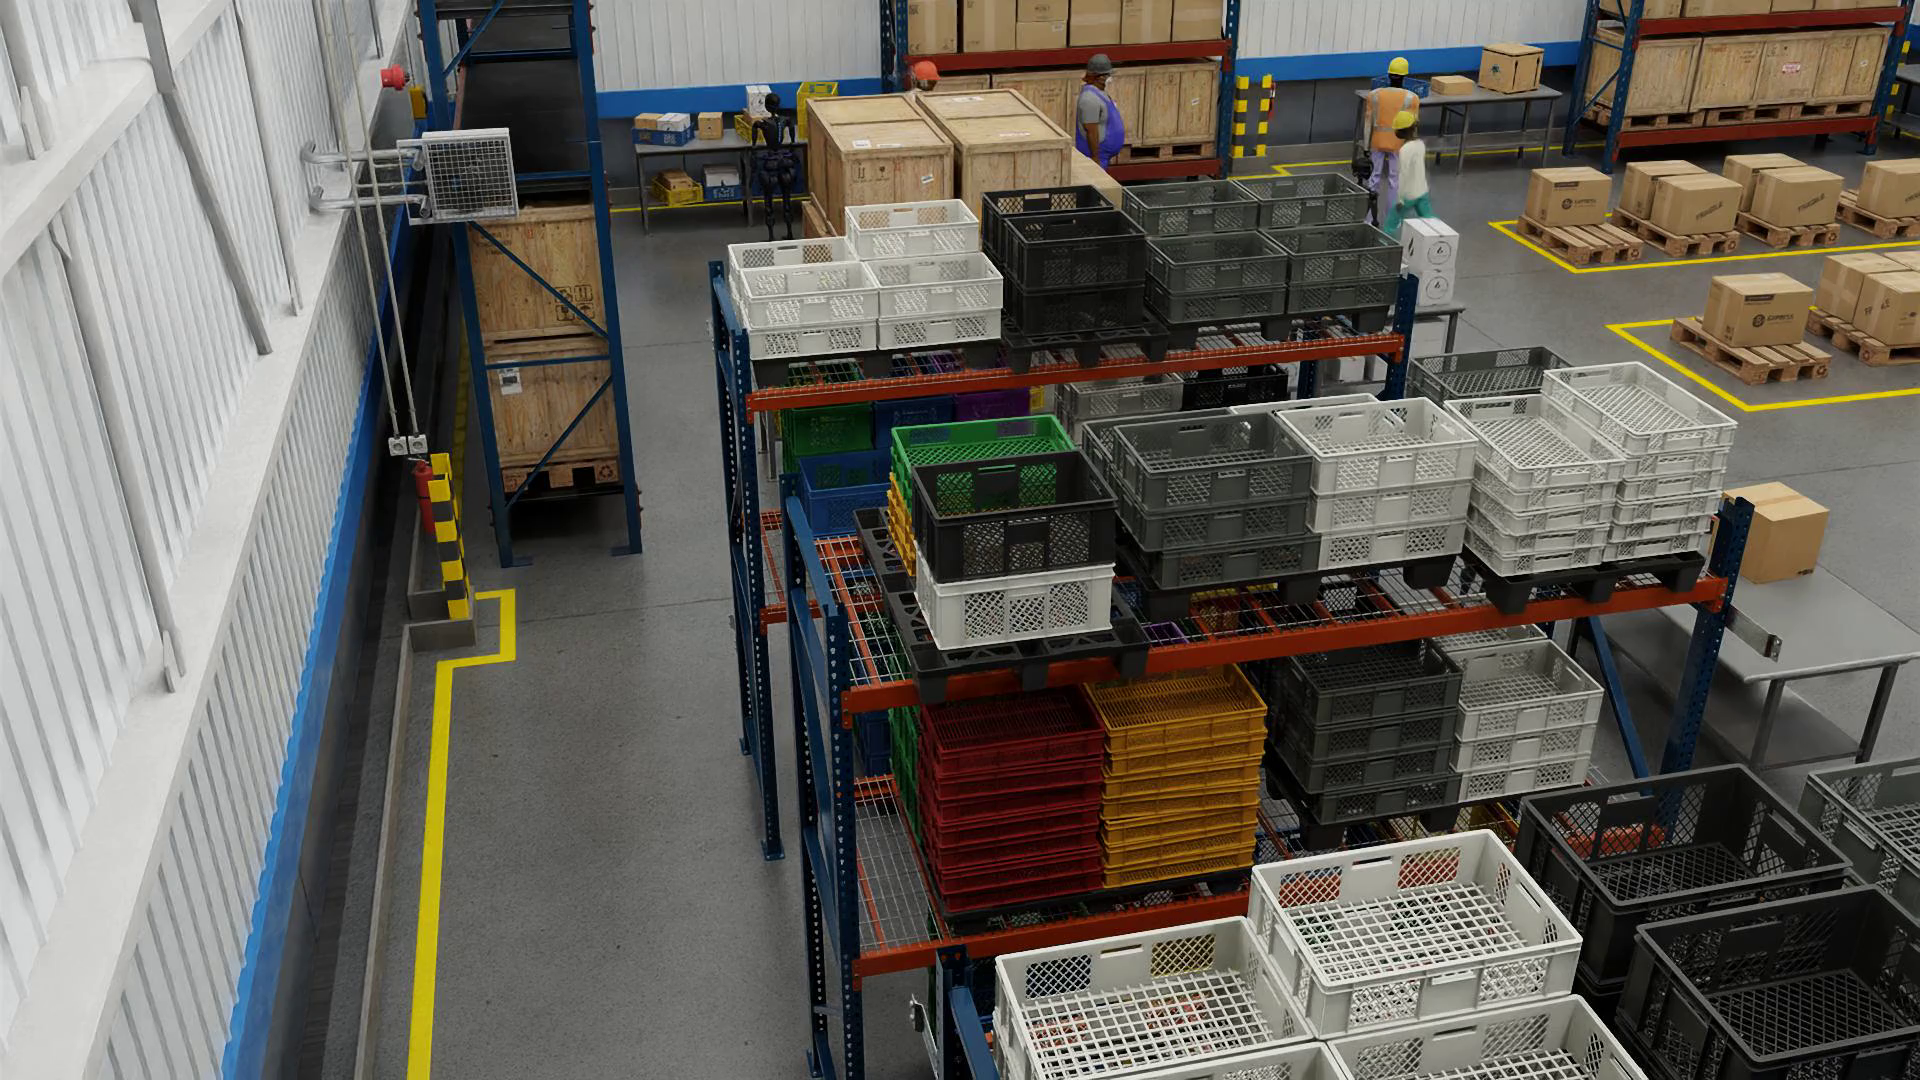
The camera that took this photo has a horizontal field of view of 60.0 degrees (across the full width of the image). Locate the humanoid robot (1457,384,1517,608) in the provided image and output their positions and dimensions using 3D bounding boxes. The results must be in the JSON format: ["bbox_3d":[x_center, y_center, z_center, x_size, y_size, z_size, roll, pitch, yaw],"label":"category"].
[{"bbox_3d":[3.573,-0.253,11.000,0.599,1.657,0.331,-18,33,-31],"label":"humanoid robot"}]

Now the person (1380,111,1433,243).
[{"bbox_3d":[4.697,-3.631,17.431,1.046,1.660,0.535,22,35,35],"label":"person"}]

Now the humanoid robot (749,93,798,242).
[{"bbox_3d":[-2.037,-4.062,18.243,0.582,1.655,0.327,-18,32,-30],"label":"humanoid robot"}]

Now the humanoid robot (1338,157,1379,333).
[{"bbox_3d":[3.768,-2.835,15.898,0.328,1.657,0.601,-16,32,-27],"label":"humanoid robot"}]

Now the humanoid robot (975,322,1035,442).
[{"bbox_3d":[0.295,-0.905,12.268,0.434,1.623,0.654,-14,31,-24],"label":"humanoid robot"}]

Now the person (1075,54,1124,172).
[{"bbox_3d":[1.542,-4.337,18.377,0.538,2.000,0.682,2,28,5],"label":"person"}]

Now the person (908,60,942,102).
[{"bbox_3d":[-0.517,-4.299,18.380,0.639,1.965,0.665,-6,28,-10],"label":"person"}]

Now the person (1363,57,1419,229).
[{"bbox_3d":[4.820,-4.440,18.693,0.586,1.927,0.364,11,30,20],"label":"person"}]
